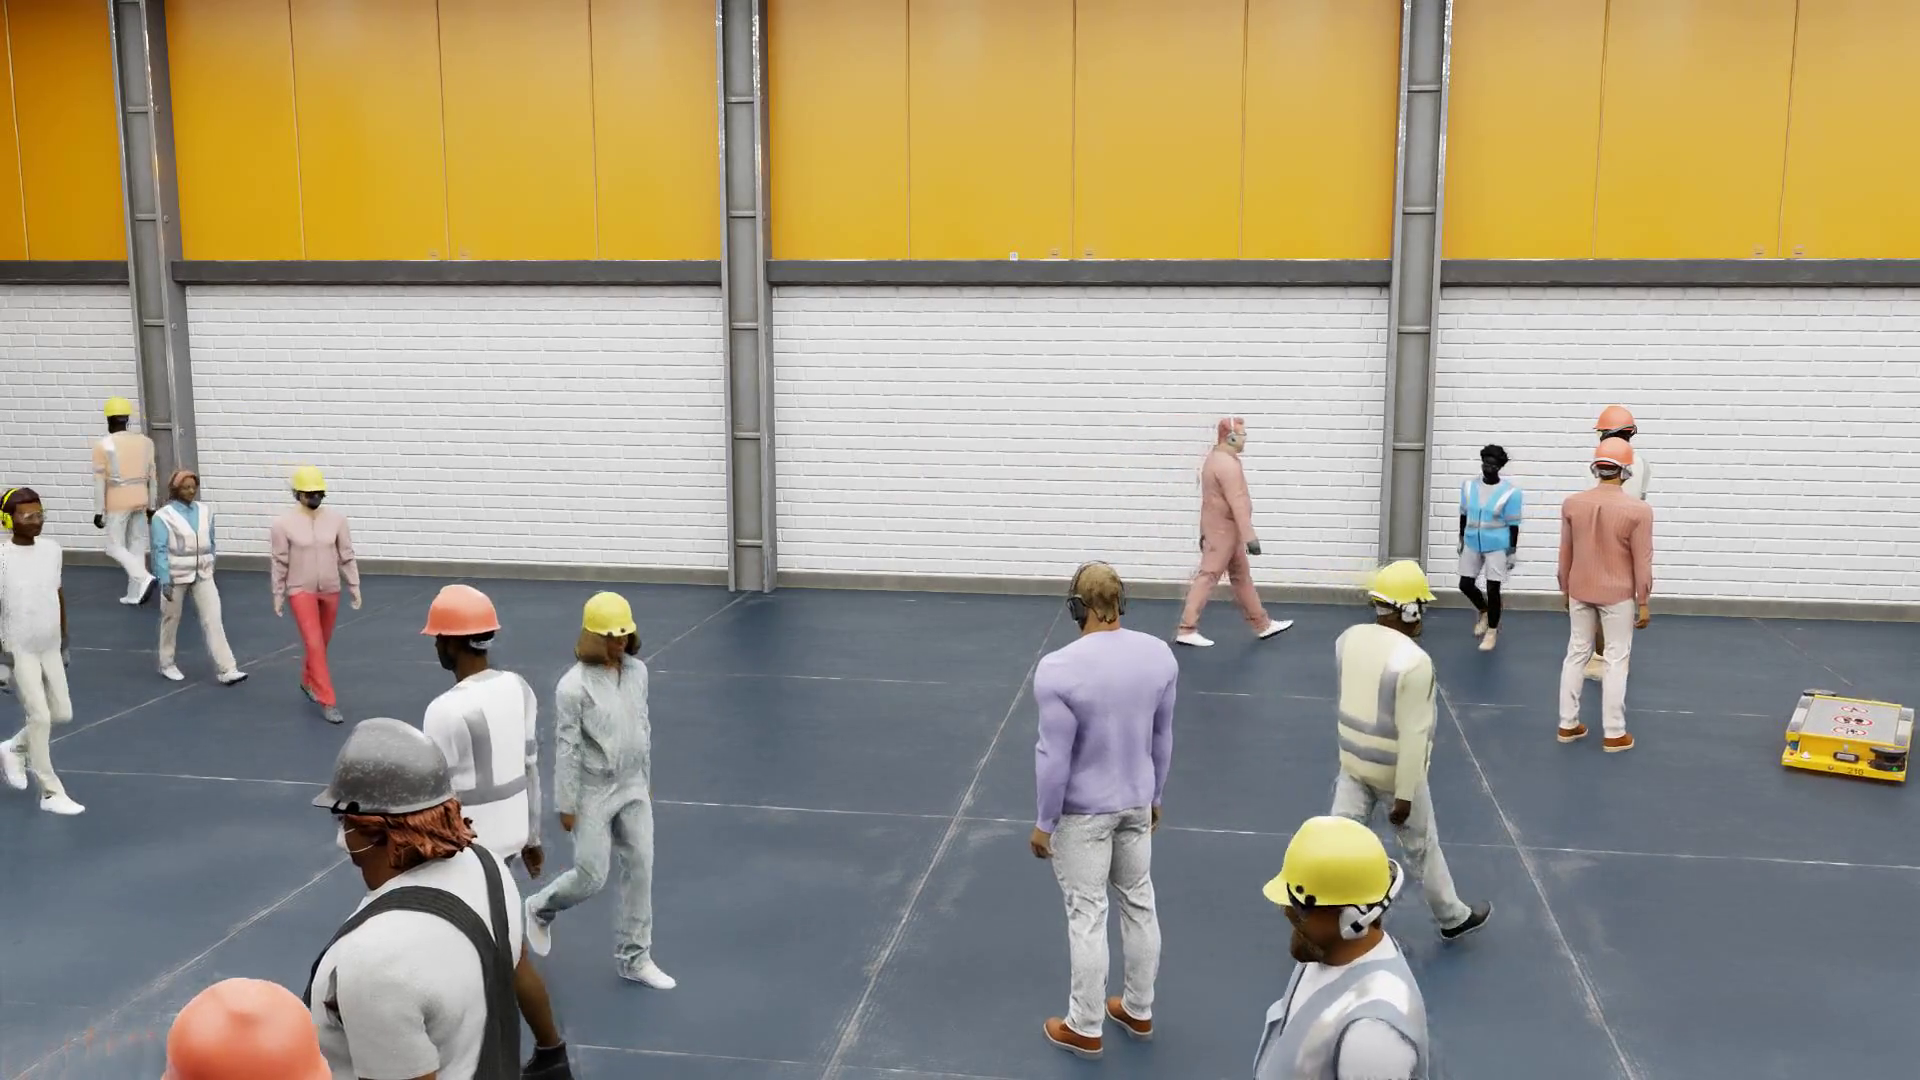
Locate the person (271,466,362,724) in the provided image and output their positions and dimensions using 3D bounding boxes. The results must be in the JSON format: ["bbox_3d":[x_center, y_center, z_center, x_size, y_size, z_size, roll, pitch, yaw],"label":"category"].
[{"bbox_3d":[-4.435,0.338,11.412,0.537,1.724,0.913,-9,13,-43],"label":"person"}]

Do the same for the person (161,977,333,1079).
[{"bbox_3d":[-1.270,1.627,2.877,0.748,1.913,0.544,4,10,26],"label":"person"}]

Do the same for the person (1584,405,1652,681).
[{"bbox_3d":[4.809,0.025,12.336,0.614,2.043,0.374,-6,11,-31],"label":"person"}]

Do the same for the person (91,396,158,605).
[{"bbox_3d":[-7.436,-0.328,14.906,0.573,1.912,0.593,5,10,27],"label":"person"}]

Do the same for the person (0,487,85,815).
[{"bbox_3d":[-5.236,0.615,9.311,0.649,1.849,0.517,4,10,22],"label":"person"}]

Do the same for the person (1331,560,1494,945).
[{"bbox_3d":[1.919,0.966,7.330,0.958,1.780,0.598,-5,10,-27],"label":"person"}]

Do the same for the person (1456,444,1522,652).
[{"bbox_3d":[4.229,0.051,13.282,0.550,1.676,0.453,9,13,43],"label":"person"}]

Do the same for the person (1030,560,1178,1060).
[{"bbox_3d":[0.554,1.043,6.419,0.635,1.942,0.401,-5,11,-29],"label":"person"}]

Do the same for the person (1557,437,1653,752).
[{"bbox_3d":[4.099,0.340,10.578,0.399,1.988,0.620,-8,12,-40],"label":"person"}]

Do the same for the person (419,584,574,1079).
[{"bbox_3d":[-1.854,1.102,6.175,0.985,1.883,0.548,2,10,14],"label":"person"}]

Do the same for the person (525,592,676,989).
[{"bbox_3d":[-1.548,1.044,7.053,0.663,1.721,0.483,6,11,33],"label":"person"}]

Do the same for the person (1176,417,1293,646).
[{"bbox_3d":[2.215,-0.054,13.402,0.994,1.856,0.647,0,9,3],"label":"person"}]

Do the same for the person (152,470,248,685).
[{"bbox_3d":[-5.617,0.280,12.135,0.878,1.583,0.541,6,11,31],"label":"person"}]

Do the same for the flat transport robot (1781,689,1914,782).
[{"bbox_3d":[5.613,1.210,10.476,0.652,0.197,1.431,6,11,31],"label":"flat transport robot"}]

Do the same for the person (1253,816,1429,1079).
[{"bbox_3d":[0.872,1.514,3.903,0.766,1.804,0.610,0,9,3],"label":"person"}]
